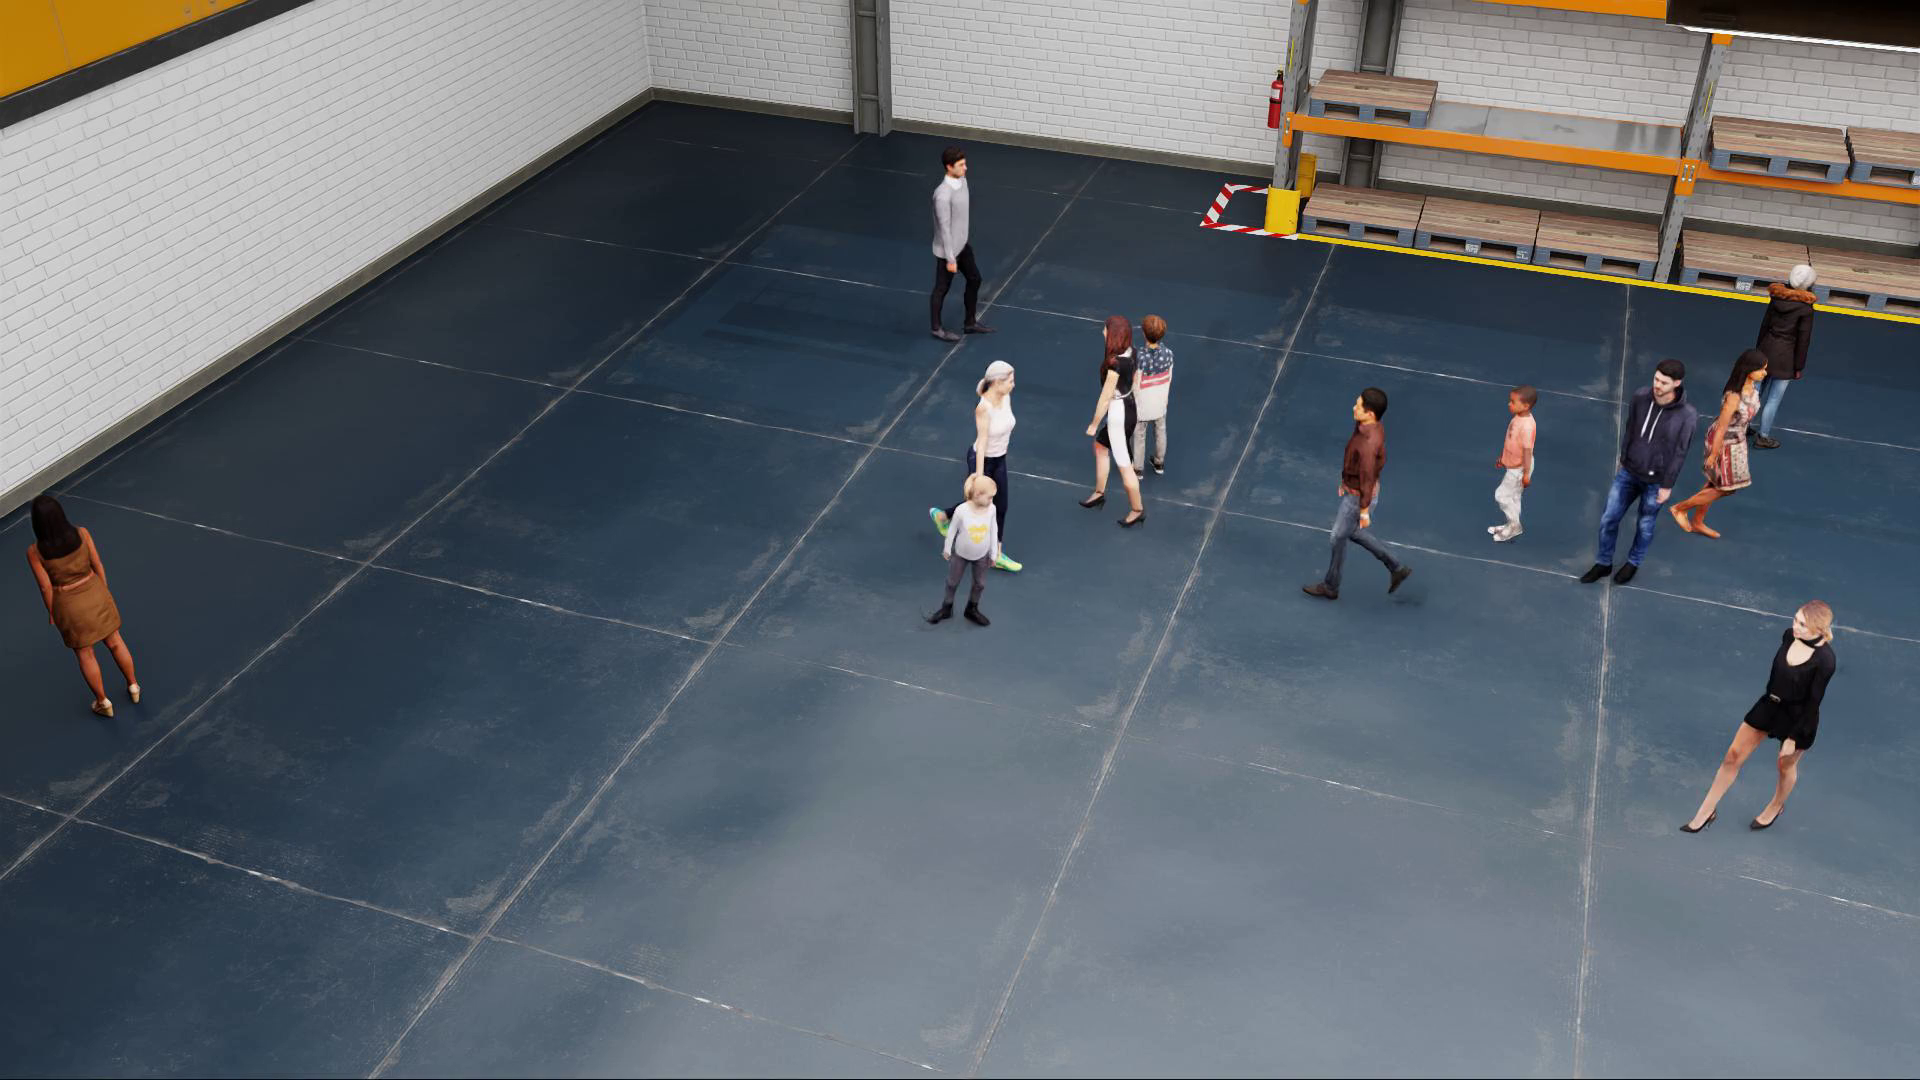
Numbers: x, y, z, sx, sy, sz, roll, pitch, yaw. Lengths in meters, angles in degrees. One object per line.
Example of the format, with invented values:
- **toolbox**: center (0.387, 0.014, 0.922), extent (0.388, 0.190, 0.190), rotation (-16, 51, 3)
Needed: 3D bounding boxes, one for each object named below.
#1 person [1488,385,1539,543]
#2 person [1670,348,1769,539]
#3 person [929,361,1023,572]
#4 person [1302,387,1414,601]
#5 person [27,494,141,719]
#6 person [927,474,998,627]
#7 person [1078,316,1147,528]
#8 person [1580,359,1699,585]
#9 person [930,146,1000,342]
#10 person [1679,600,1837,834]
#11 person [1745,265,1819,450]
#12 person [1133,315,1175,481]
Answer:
- **person**: center (4.359, -0.587, 12.797), extent (0.539, 1.298, 0.519), rotation (5, 34, 8)
- **person**: center (5.767, -0.751, 12.738), extent (0.790, 1.636, 0.701), rotation (20, 38, 27)
- **person**: center (0.128, -0.568, 12.433), extent (1.071, 1.668, 0.745), rotation (19, 38, 26)
- **person**: center (2.958, -0.295, 11.941), extent (1.005, 1.760, 0.684), rotation (8, 34, 12)
- **person**: center (-5.764, 0.429, 10.913), extent (0.617, 1.690, 0.626), rotation (26, 41, 33)
- **person**: center (0.037, 0.074, 11.842), extent (0.662, 1.253, 0.783), rotation (-1, 34, -2)
- **person**: center (1.316, -0.870, 12.789), extent (0.794, 1.778, 0.577), rotation (10, 35, 15)
- **person**: center (5.084, -0.514, 12.166), extent (0.902, 1.875, 0.841), rotation (-27, 42, -34)
- **person**: center (-0.162, -2.762, 15.520), extent (0.855, 1.905, 0.783), rotation (13, 36, 18)
- **person**: center (4.973, 1.073, 9.897), extent (1.025, 1.743, 0.932), rotation (-12, 36, -18)
- **person**: center (6.853, -1.541, 13.927), extent (0.799, 1.635, 0.738), rotation (-15, 36, -21)
- **person**: center (1.549, -1.172, 13.550), extent (0.588, 1.438, 0.655), rotation (-13, 36, -19)
